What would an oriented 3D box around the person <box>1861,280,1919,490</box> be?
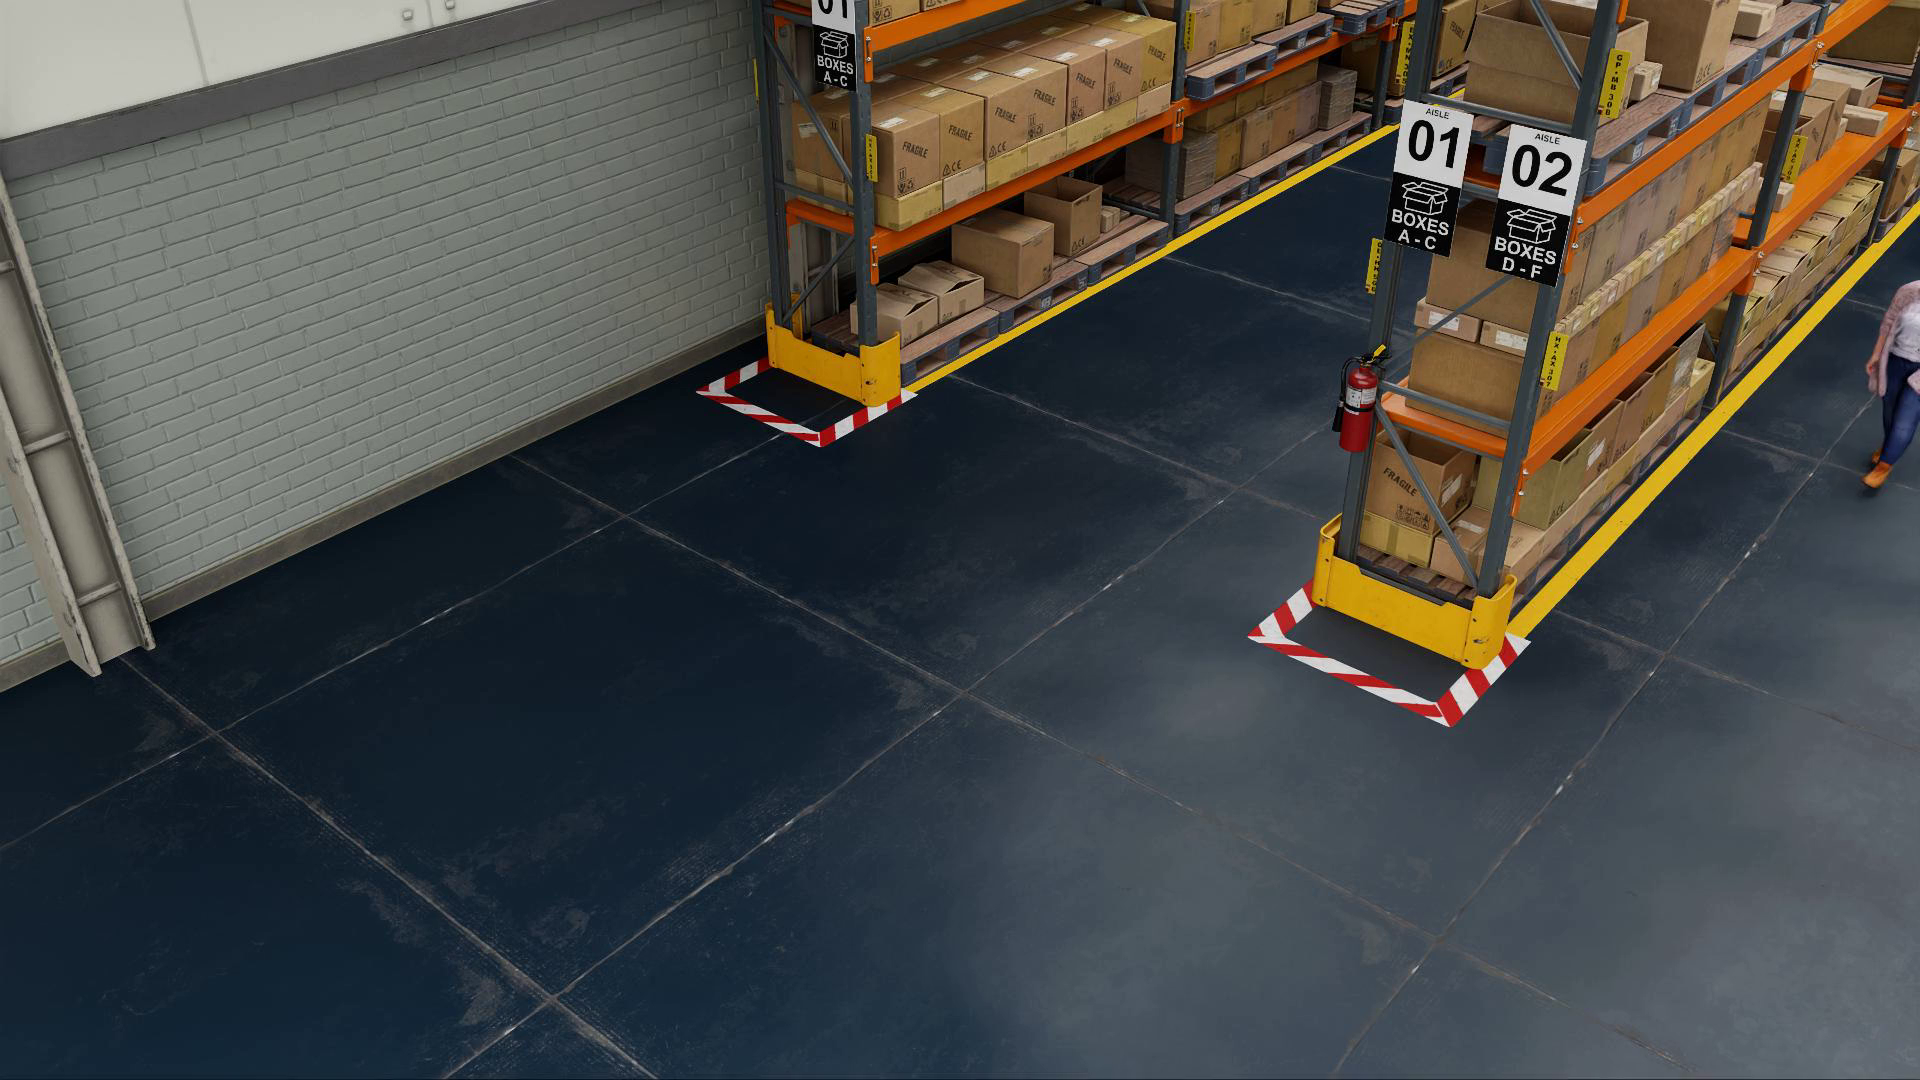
[{"bbox_3d":[6.566,-1.228,11.366,1.052,1.706,0.823,-21,39,-29],"label":"person"}]
